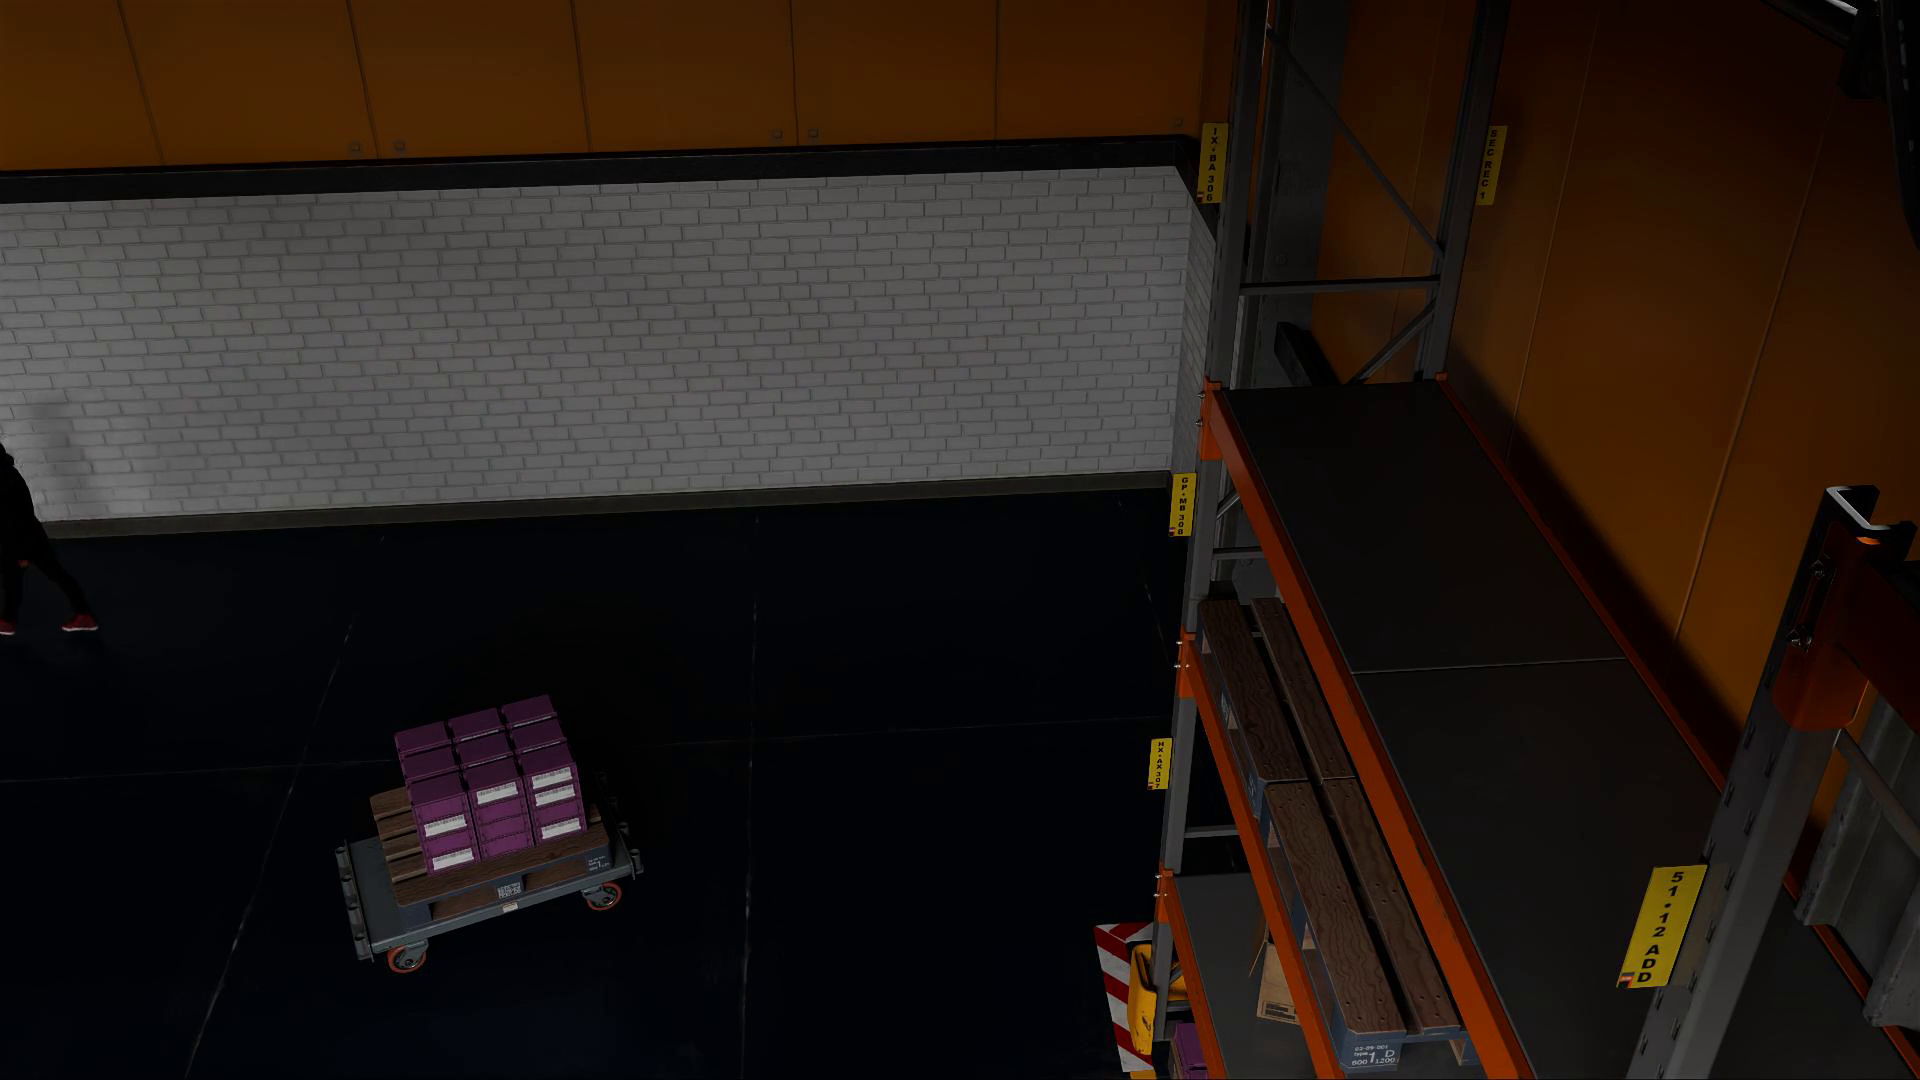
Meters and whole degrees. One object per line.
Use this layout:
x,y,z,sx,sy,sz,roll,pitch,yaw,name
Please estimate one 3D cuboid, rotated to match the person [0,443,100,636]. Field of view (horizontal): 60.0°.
-6.585,0.013,11.857,0.705,1.637,0.989,-1,34,-2,person
